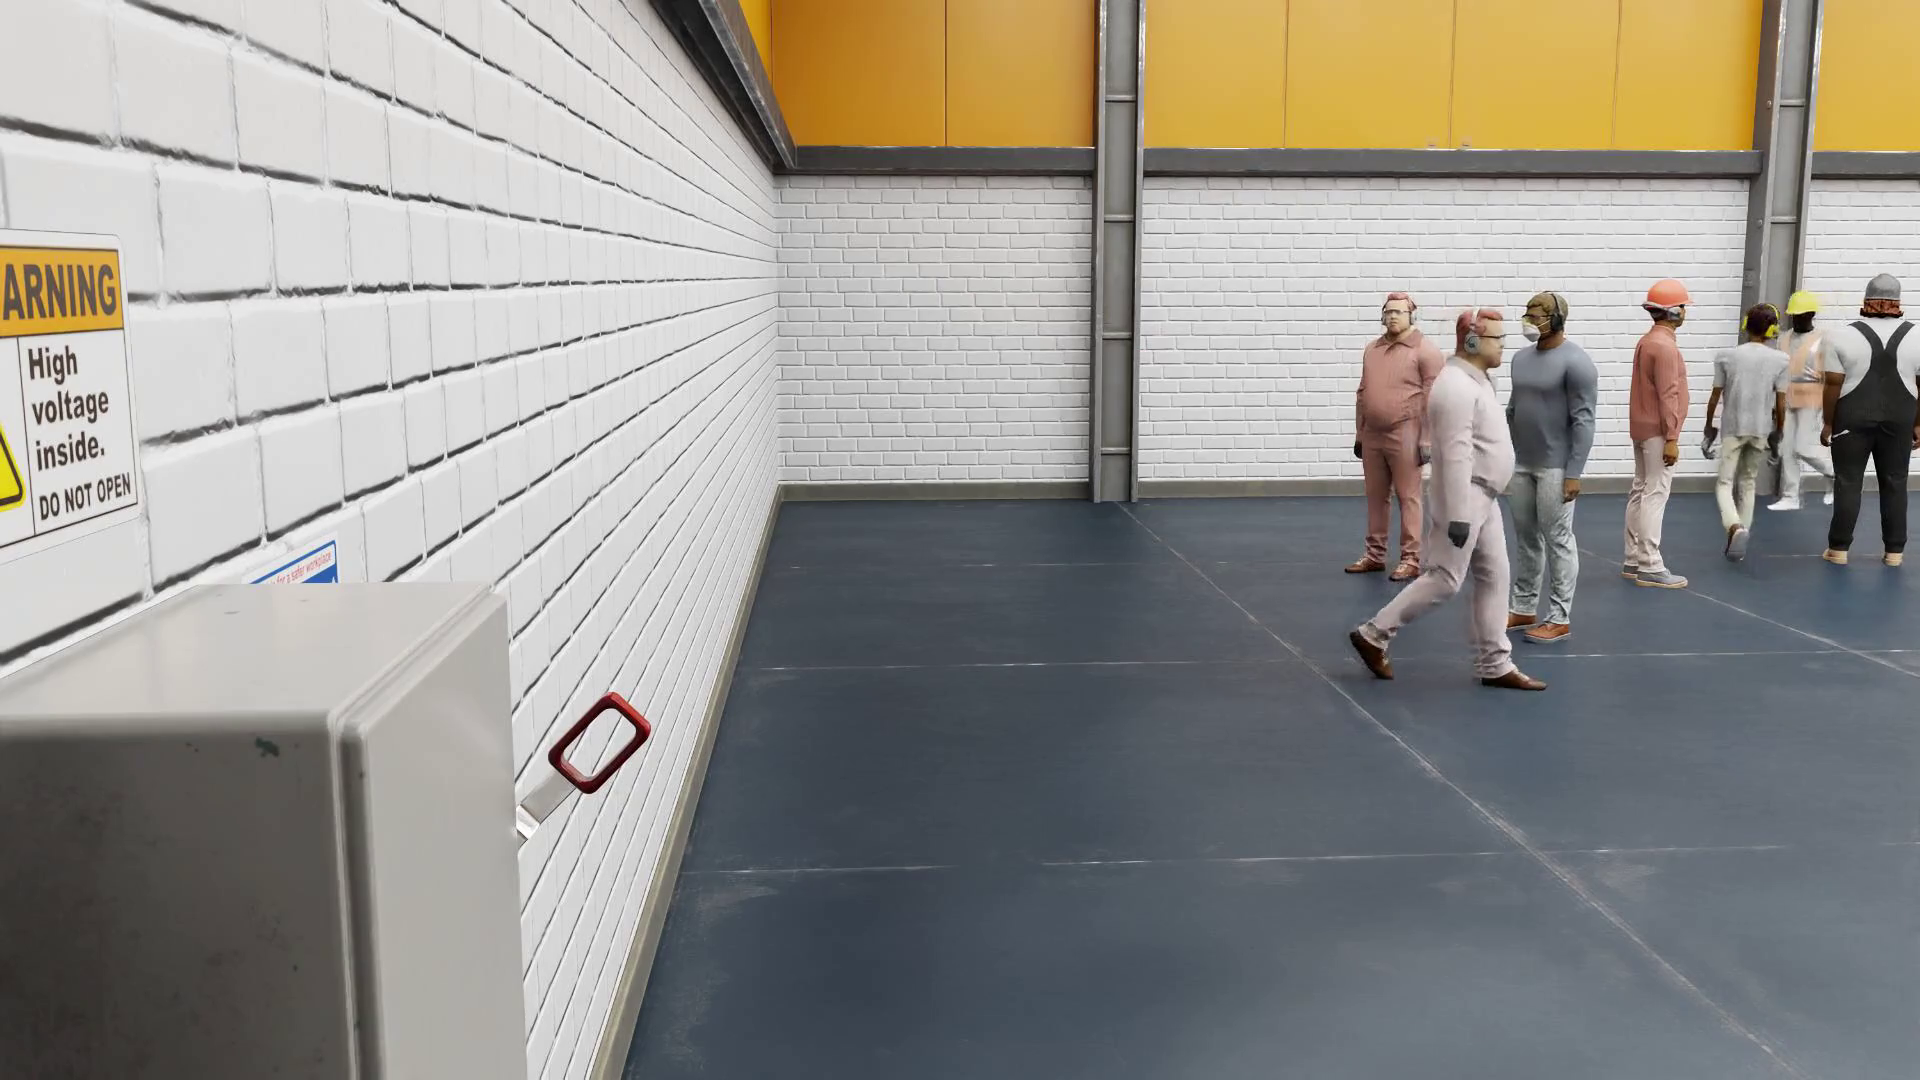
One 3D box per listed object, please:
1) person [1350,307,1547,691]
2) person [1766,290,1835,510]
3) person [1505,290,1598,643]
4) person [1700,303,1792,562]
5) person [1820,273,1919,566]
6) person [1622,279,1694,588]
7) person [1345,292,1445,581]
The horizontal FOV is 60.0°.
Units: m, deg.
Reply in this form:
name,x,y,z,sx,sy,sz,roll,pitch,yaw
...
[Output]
name,x,y,z,sx,sy,sz,roll,pitch,yaw
person,2.407,-0.196,8.120,0.875,1.876,0.652,5,10,27
person,7.282,-1.189,14.270,0.608,1.901,0.586,-3,9,-16
person,3.231,-0.401,9.198,0.374,1.939,0.629,-3,10,-19
person,5.473,-0.732,11.608,0.537,1.831,0.740,2,9,15
person,6.386,-0.844,11.660,0.684,2.000,0.535,3,9,18
person,4.563,-0.695,10.860,0.375,1.997,0.611,1,9,6
person,2.880,-0.689,11.094,0.409,1.909,0.652,-7,11,-35
